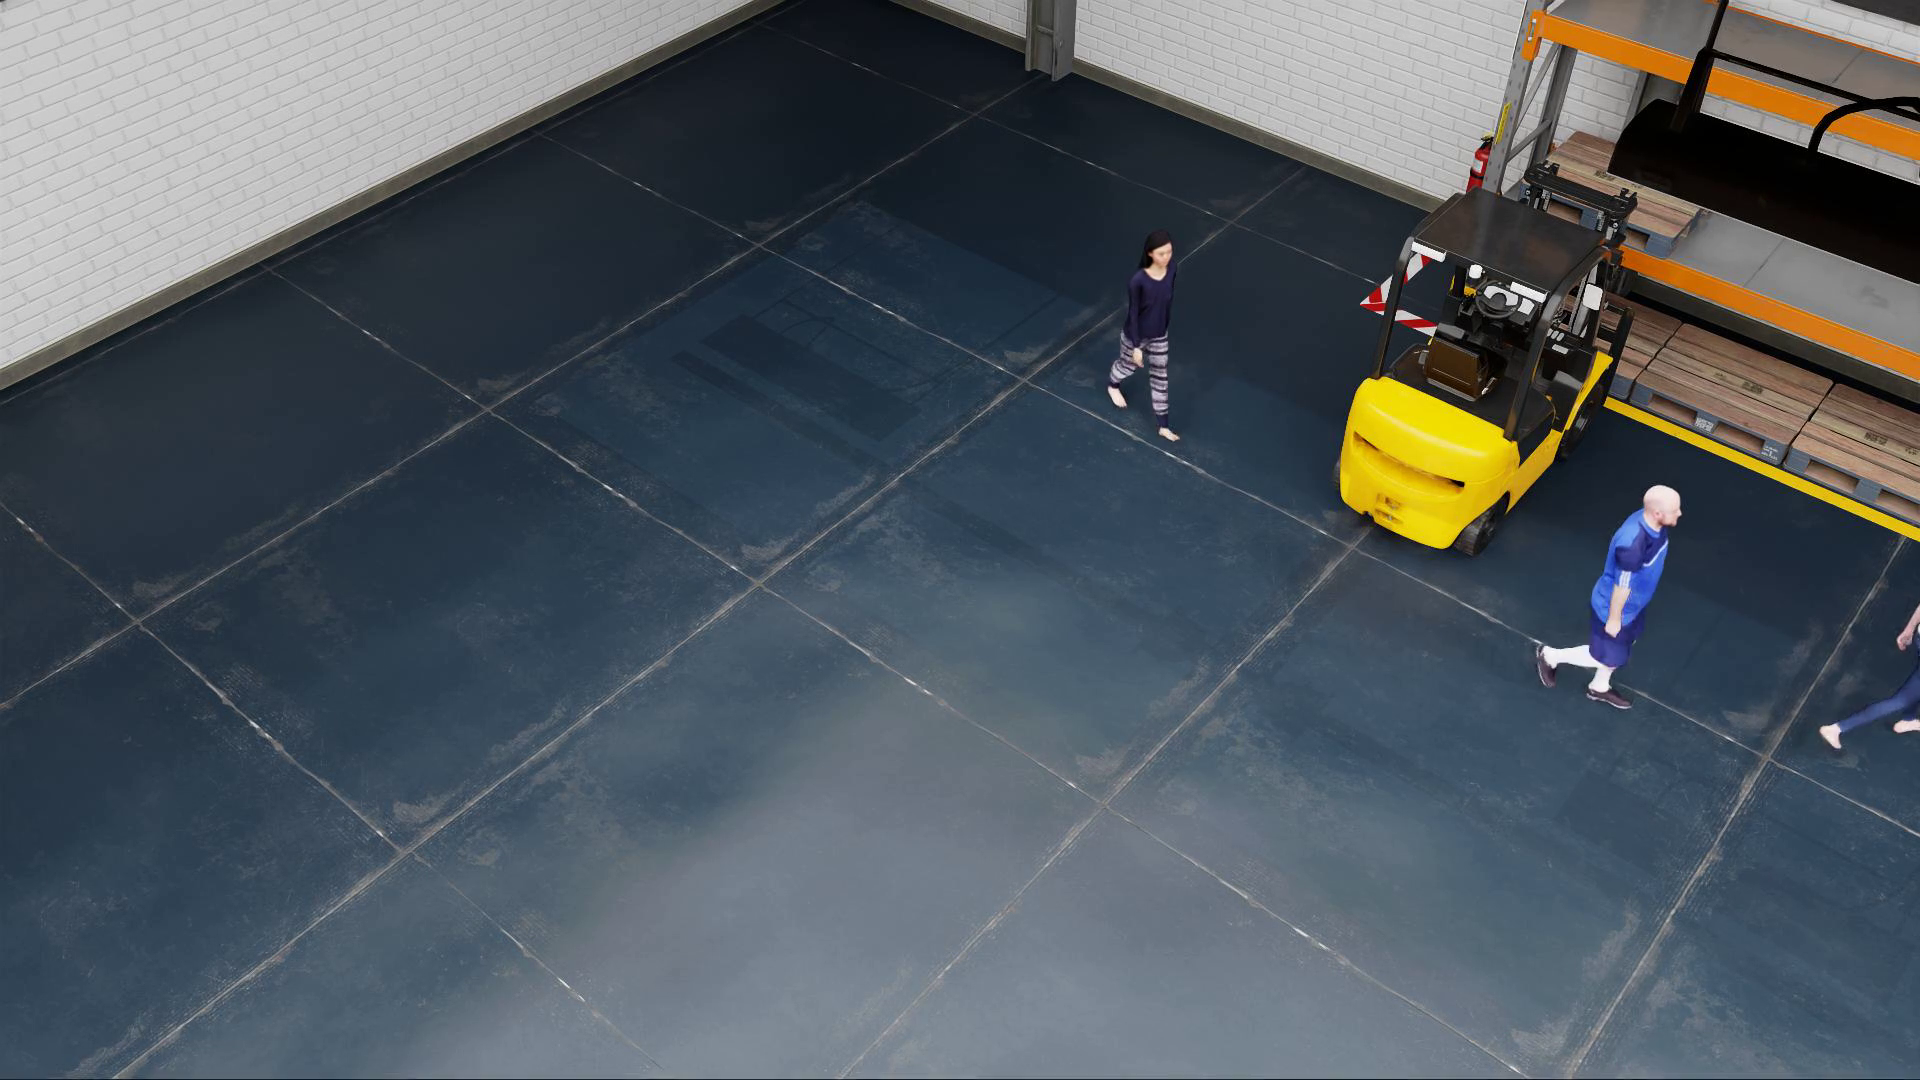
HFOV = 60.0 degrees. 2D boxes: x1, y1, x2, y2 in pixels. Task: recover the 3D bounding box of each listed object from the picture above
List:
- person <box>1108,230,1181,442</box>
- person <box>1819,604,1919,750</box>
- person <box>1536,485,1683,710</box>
[{"bbox_3d":[1.329,-1.595,12.433,0.893,1.682,1.177,-20,47,-20],"label":"person"},{"bbox_3d":[5.792,0.680,10.025,1.102,1.709,1.032,-3,44,-3],"label":"person"},{"bbox_3d":[4.017,0.357,10.278,0.865,1.828,0.674,29,51,27],"label":"person"}]
